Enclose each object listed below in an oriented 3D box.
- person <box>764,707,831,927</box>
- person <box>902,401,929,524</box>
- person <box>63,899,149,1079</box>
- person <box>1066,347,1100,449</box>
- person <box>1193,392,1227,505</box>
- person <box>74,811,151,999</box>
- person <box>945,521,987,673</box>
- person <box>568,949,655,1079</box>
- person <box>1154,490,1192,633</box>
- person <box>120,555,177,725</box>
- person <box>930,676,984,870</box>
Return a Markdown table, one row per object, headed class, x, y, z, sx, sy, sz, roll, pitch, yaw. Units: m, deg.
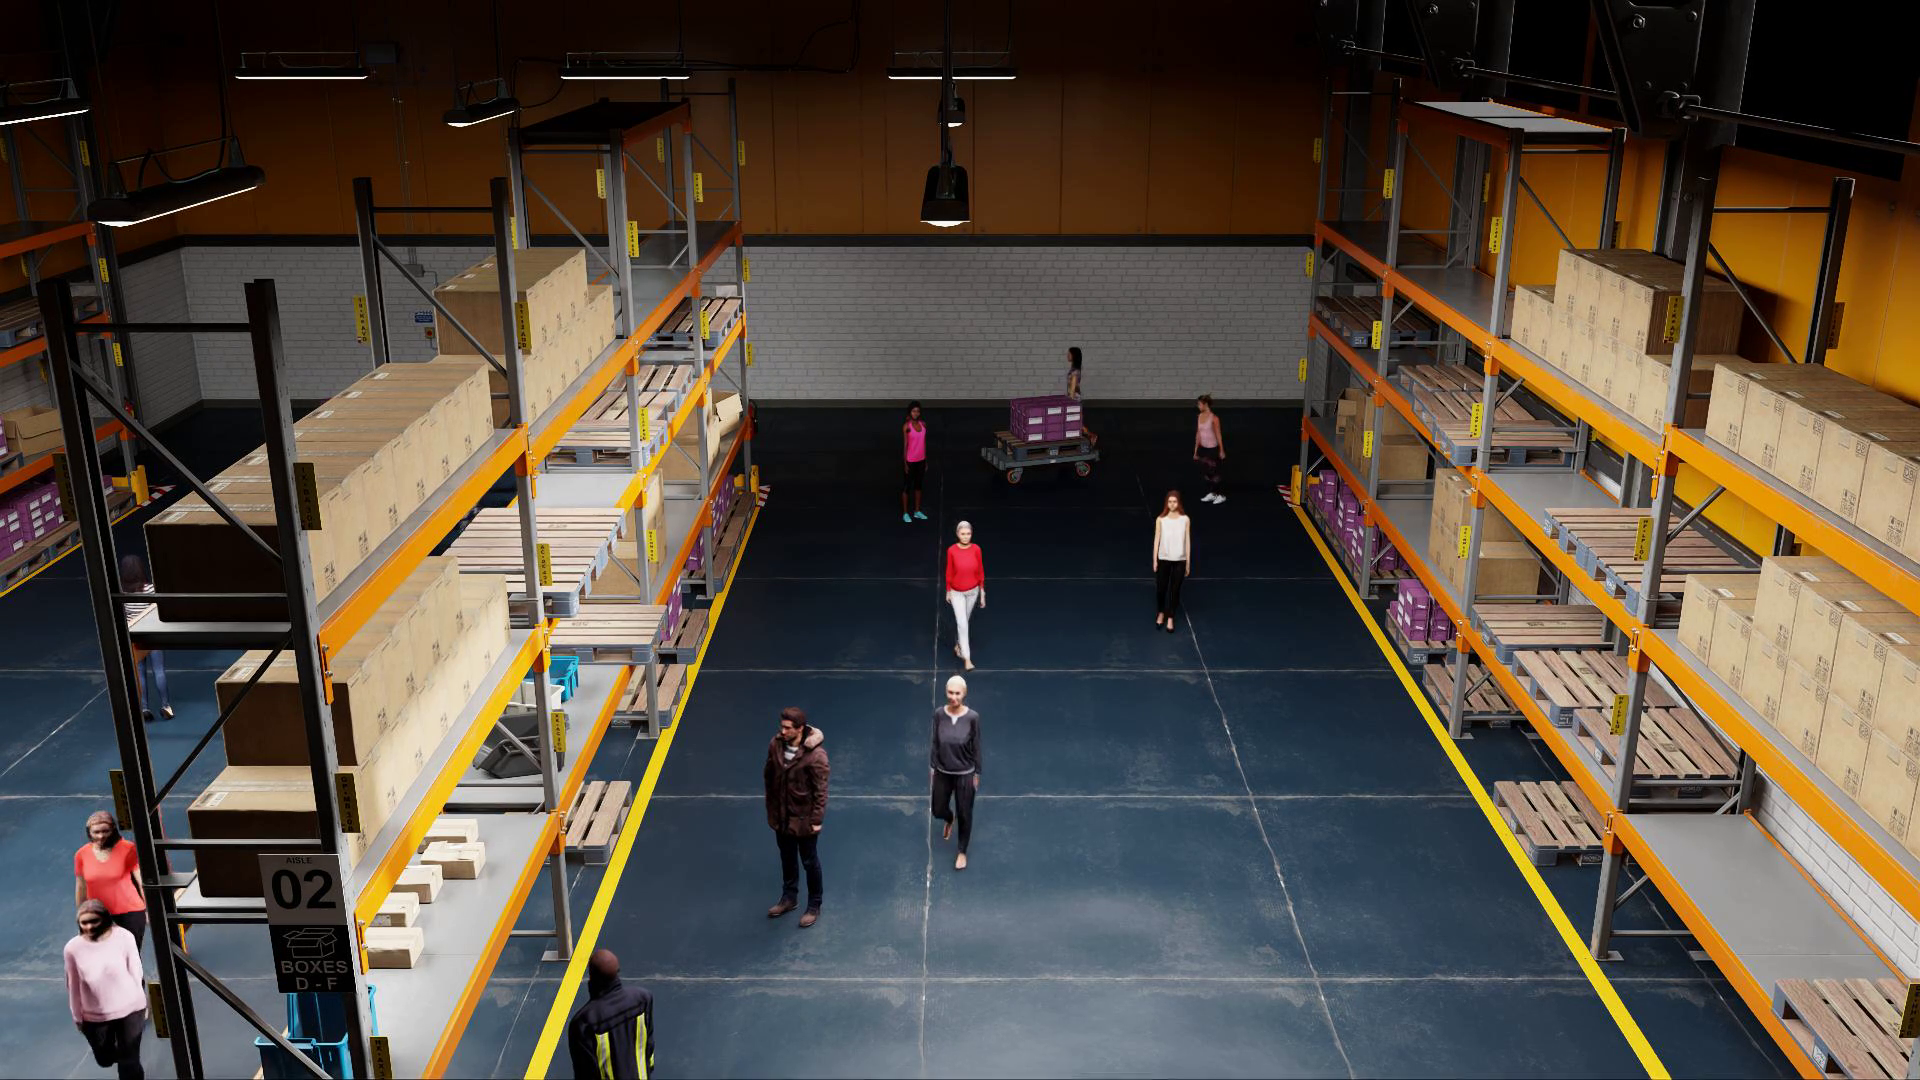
| class | x | y | z | sx | sy | sz | roll | pitch | yaw |
| --- | --- | --- | --- | --- | --- | --- | --- | --- | --- |
| person | -1.307 | 2.185 | 13.333 | 0.874 | 1.848 | 0.884 | 11 | 22 | 30 |
| person | -0.647 | -1.118 | 23.332 | 0.656 | 1.725 | 0.691 | -11 | 22 | -31 |
| person | -5.587 | 3.070 | 10.985 | 0.836 | 1.668 | 1.083 | -7 | 20 | -20 |
| person | 1.886 | -2.224 | 26.632 | 0.660 | 1.716 | 0.873 | 1 | 19 | 4 |
| person | 3.677 | -1.323 | 24.092 | 0.715 | 1.628 | 0.808 | 16 | 25 | 40 |
| person | -6.097 | 2.689 | 12.107 | 0.667 | 1.675 | 0.752 | -2 | 19 | -6 |
| person | 0.030 | 0.587 | 18.390 | 0.764 | 1.648 | 1.150 | -5 | 19 | -13 |
| person | -2.106 | 3.284 | 10.108 | 0.920 | 1.822 | 0.855 | 17 | 25 | 41 |
| person | 2.471 | 0.222 | 19.372 | 0.587 | 1.713 | 0.568 | 2 | 19 | 5 |
| person | -8.294 | 1.007 | 16.910 | 0.606 | 1.797 | 0.525 | -3 | 19 | -8 |
| person | -0.025 | 1.935 | 14.283 | 0.689 | 1.715 | 0.811 | 3 | 19 | 10 |
